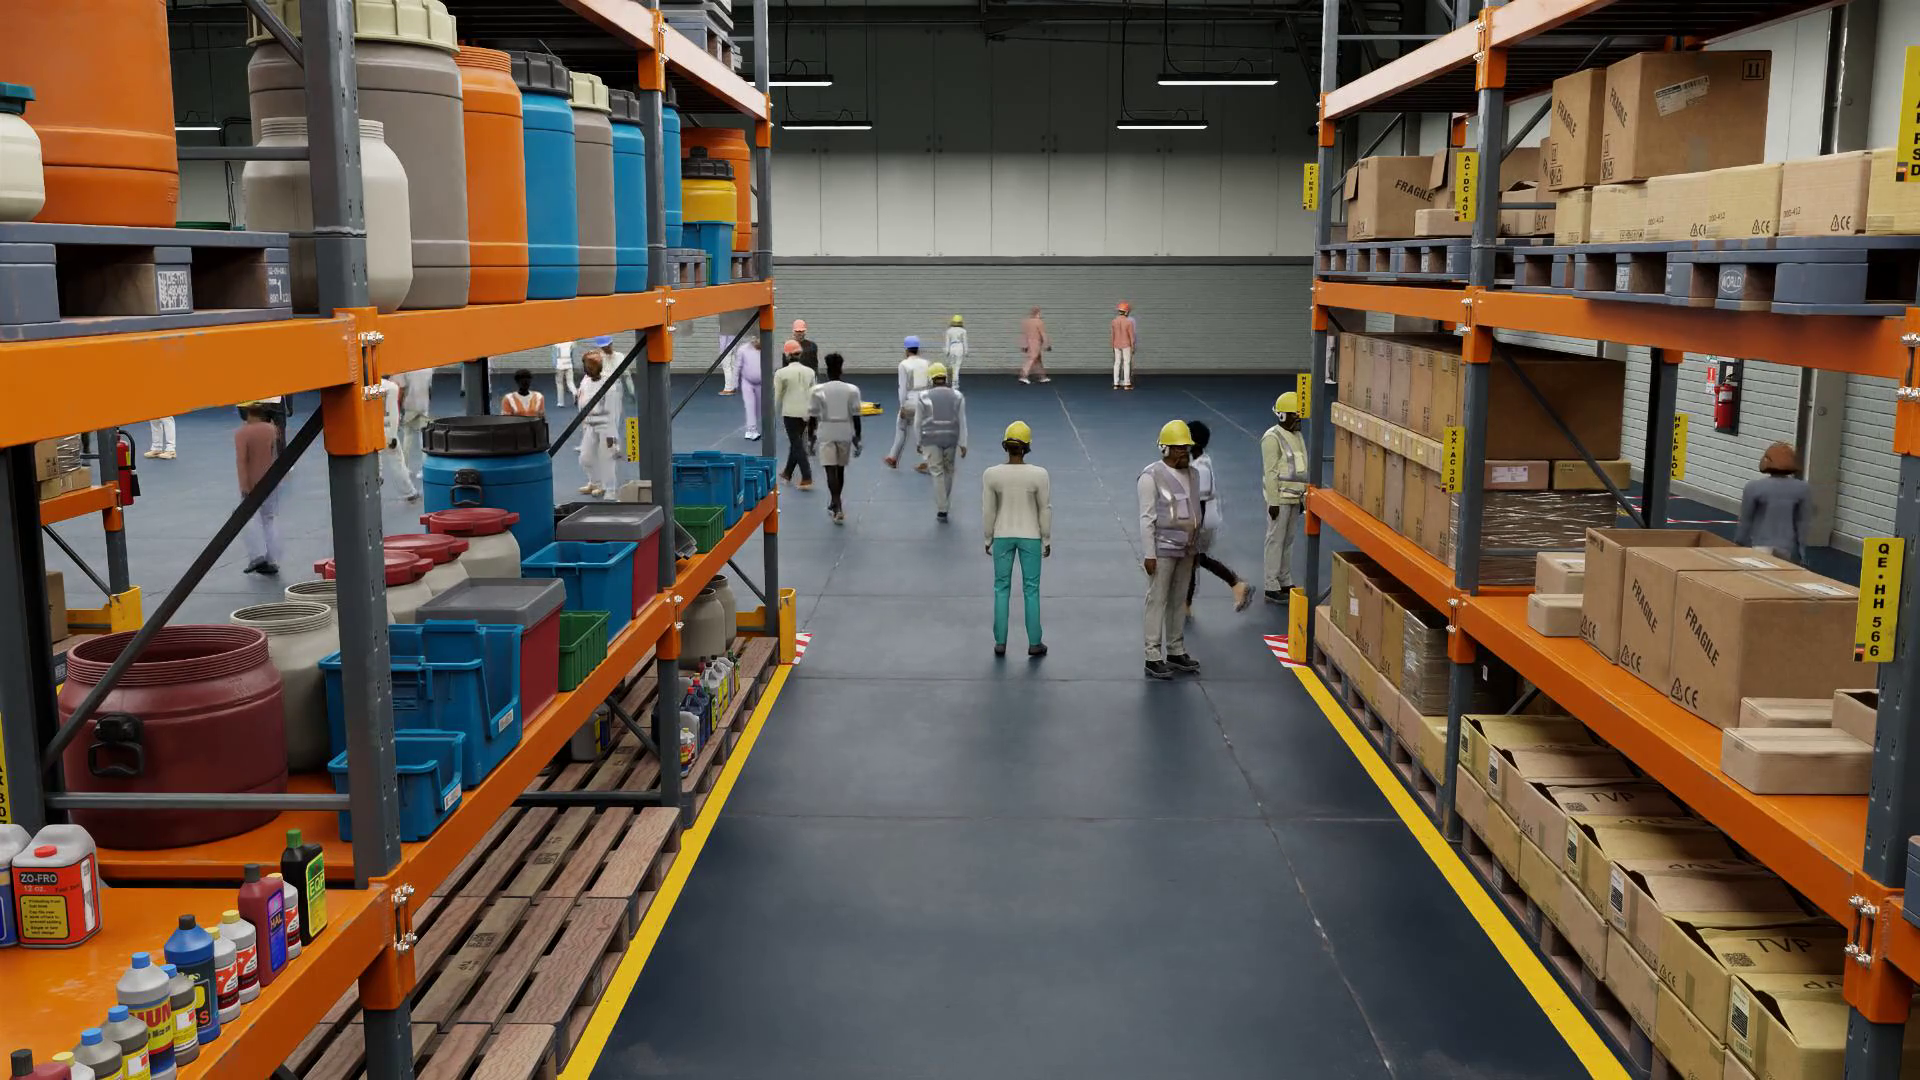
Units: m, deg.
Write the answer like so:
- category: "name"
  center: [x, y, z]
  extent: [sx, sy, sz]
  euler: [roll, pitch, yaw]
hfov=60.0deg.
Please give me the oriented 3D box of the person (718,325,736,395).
- category: "person"
  center: [-5.206, -4.211, 37.175]
  extent: [0.372, 1.940, 0.632]
  euler: [3, 10, 18]

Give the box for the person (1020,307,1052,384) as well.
- category: "person"
  center: [1.842, -4.753, 40.690]
  extent: [0.978, 1.870, 0.645]
  euler: [-4, 10, -24]

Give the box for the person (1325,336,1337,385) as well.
- category: "person"
  center: [8.958, -4.759, 40.550]
  extent: [0.402, 1.911, 0.638]
  euler: [-3, 10, -19]

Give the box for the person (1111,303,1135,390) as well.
- category: "person"
  center: [3.821, -4.527, 38.901]
  extent: [0.612, 1.995, 0.382]
  euler: [6, 11, 33]

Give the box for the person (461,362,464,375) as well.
- category: "person"
  center: [-12.888, -5.227, 43.532]
  extent: [0.570, 1.844, 0.379]
  euler: [-4, 10, -21]

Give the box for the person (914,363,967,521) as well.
- category: "person"
  center: [-0.259, -1.152, 19.301]
  extent: [0.590, 1.782, 0.911]
  euler: [-3, 10, -16]

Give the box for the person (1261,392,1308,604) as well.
- category: "person"
  center: [2.852, -0.378, 14.532]
  extent: [0.404, 1.833, 0.590]
  euler: [6, 11, 34]

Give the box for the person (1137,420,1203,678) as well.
- category: "person"
  center: [1.531, 0.053, 11.948]
  extent: [0.587, 1.833, 0.404]
  euler: [-9, 13, -43]

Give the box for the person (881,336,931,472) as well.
- category: "person"
  center: [-0.720, -1.930, 23.591]
  extent: [0.651, 1.900, 0.956]
  euler: [-8, 13, -41]

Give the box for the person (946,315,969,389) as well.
- category: "person"
  center: [-0.020, -4.424, 39.088]
  extent: [0.499, 1.711, 0.728]
  euler: [5, 11, 26]

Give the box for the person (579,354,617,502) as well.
- category: "person"
  center: [-4.329, -1.297, 19.940]
  extent: [0.595, 1.865, 0.423]
  euler: [6, 11, 32]

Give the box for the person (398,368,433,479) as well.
- category: "person"
  center: [-7.524, -1.771, 22.939]
  extent: [0.548, 1.817, 0.861]
  euler: [-7, 12, -36]

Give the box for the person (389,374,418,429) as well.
- category: "person"
  center: [-9.820, -2.773, 29.152]
  extent: [0.746, 1.744, 0.527]
  euler: [-3, 10, -16]

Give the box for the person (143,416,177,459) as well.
- category: "person"
  center: [-12.144, -2.159, 25.166]
  extent: [0.625, 1.847, 0.429]
  euler: [5, 10, 25]

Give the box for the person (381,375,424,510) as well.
- category: "person"
  center: [-6.887, -1.302, 20.015]
  extent: [0.598, 1.839, 0.940]
  euler: [4, 10, 21]

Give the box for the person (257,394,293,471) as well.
- category: "person"
  center: [-9.752, -1.923, 23.556]
  extent: [0.585, 1.912, 0.376]
  euler: [-1, 10, -6]

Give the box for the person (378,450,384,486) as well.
- category: "person"
  center: [-6.071, -0.654, 16.780]
  extent: [0.501, 1.633, 0.283]
  euler: [-7, 12, -37]

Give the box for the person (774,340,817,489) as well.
- category: "person"
  center: [-2.193, -1.656, 21.903]
  extent: [0.631, 1.940, 1.046]
  euler: [-8, 13, -41]

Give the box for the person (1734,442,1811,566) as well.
- category: "person"
  center: [6.181, 0.053, 12.644]
  extent: [0.508, 1.597, 0.810]
  euler: [0, 9, 2]

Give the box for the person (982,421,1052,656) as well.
- category: "person"
  center: [0.431, -0.009, 12.517]
  extent: [0.524, 1.770, 0.315]
  euler: [2, 10, 12]

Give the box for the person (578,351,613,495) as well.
- category: "person"
  center: [-4.641, -1.490, 21.187]
  extent: [0.429, 1.838, 0.621]
  euler: [-8, 12, -38]

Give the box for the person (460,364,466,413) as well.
- category: "person"
  center: [-7.777, -2.428, 26.545]
  extent: [0.505, 1.919, 0.547]
  euler: [-7, 12, -36]

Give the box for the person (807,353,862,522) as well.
- category: "person"
  center: [-1.435, -1.191, 19.140]
  extent: [0.614, 1.925, 1.008]
  euler: [-3, 10, -16]

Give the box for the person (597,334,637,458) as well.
- category: "person"
  center: [-5.229, -2.171, 25.011]
  extent: [0.639, 1.912, 0.529]
  euler: [-8, 13, -41]

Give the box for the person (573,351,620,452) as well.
- category: "person"
  center: [-5.622, -2.126, 25.726]
  extent: [0.700, 1.594, 0.557]
  euler: [-2, 10, -15]

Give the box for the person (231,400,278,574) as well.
- category: "person"
  center: [-6.675, -0.542, 15.760]
  extent: [0.391, 1.750, 0.530]
  euler: [4, 10, 24]

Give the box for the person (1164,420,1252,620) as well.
- category: "person"
  center: [2.039, -0.160, 13.673]
  extent: [0.674, 1.674, 0.547]
  euler: [1, 10, 8]

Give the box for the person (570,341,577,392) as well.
- category: "person"
  center: [-8.993, -4.179, 37.887]
  extent: [0.526, 1.638, 0.308]
  euler: [-3, 10, -19]

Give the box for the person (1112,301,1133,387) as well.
- category: "person"
  center: [3.858, -4.678, 39.687]
  extent: [0.592, 2.029, 0.666]
  euler: [-7, 12, -38]

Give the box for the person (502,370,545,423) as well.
- category: "person"
  center: [-5.285, -1.243, 20.226]
  extent: [0.554, 1.644, 0.866]
  euler: [-5, 11, -27]

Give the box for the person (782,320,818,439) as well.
- category: "person"
  center: [-2.683, -2.705, 27.983]
  extent: [0.612, 1.995, 0.392]
  euler: [-2, 10, -10]

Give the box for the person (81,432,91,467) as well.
- category: "person"
  center: [-12.709, -1.963, 23.853]
  extent: [0.559, 1.895, 0.982]
  euler: [-3, 10, -16]

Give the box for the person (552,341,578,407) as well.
- category: "person"
  center: [-8.056, -3.513, 33.956]
  extent: [0.520, 1.621, 0.616]
  euler: [-8, 12, -39]

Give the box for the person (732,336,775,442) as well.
- category: "person"
  center: [-3.426, -2.570, 27.667]
  extent: [0.707, 1.840, 1.017]
  euler: [-3, 10, -20]

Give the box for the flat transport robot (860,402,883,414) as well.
- category: "flat transport robot"
  center: [-2.270, -2.620, 32.754]
  extent: [1.431, 0.197, 0.652]
  euler: [8, 12, 38]
